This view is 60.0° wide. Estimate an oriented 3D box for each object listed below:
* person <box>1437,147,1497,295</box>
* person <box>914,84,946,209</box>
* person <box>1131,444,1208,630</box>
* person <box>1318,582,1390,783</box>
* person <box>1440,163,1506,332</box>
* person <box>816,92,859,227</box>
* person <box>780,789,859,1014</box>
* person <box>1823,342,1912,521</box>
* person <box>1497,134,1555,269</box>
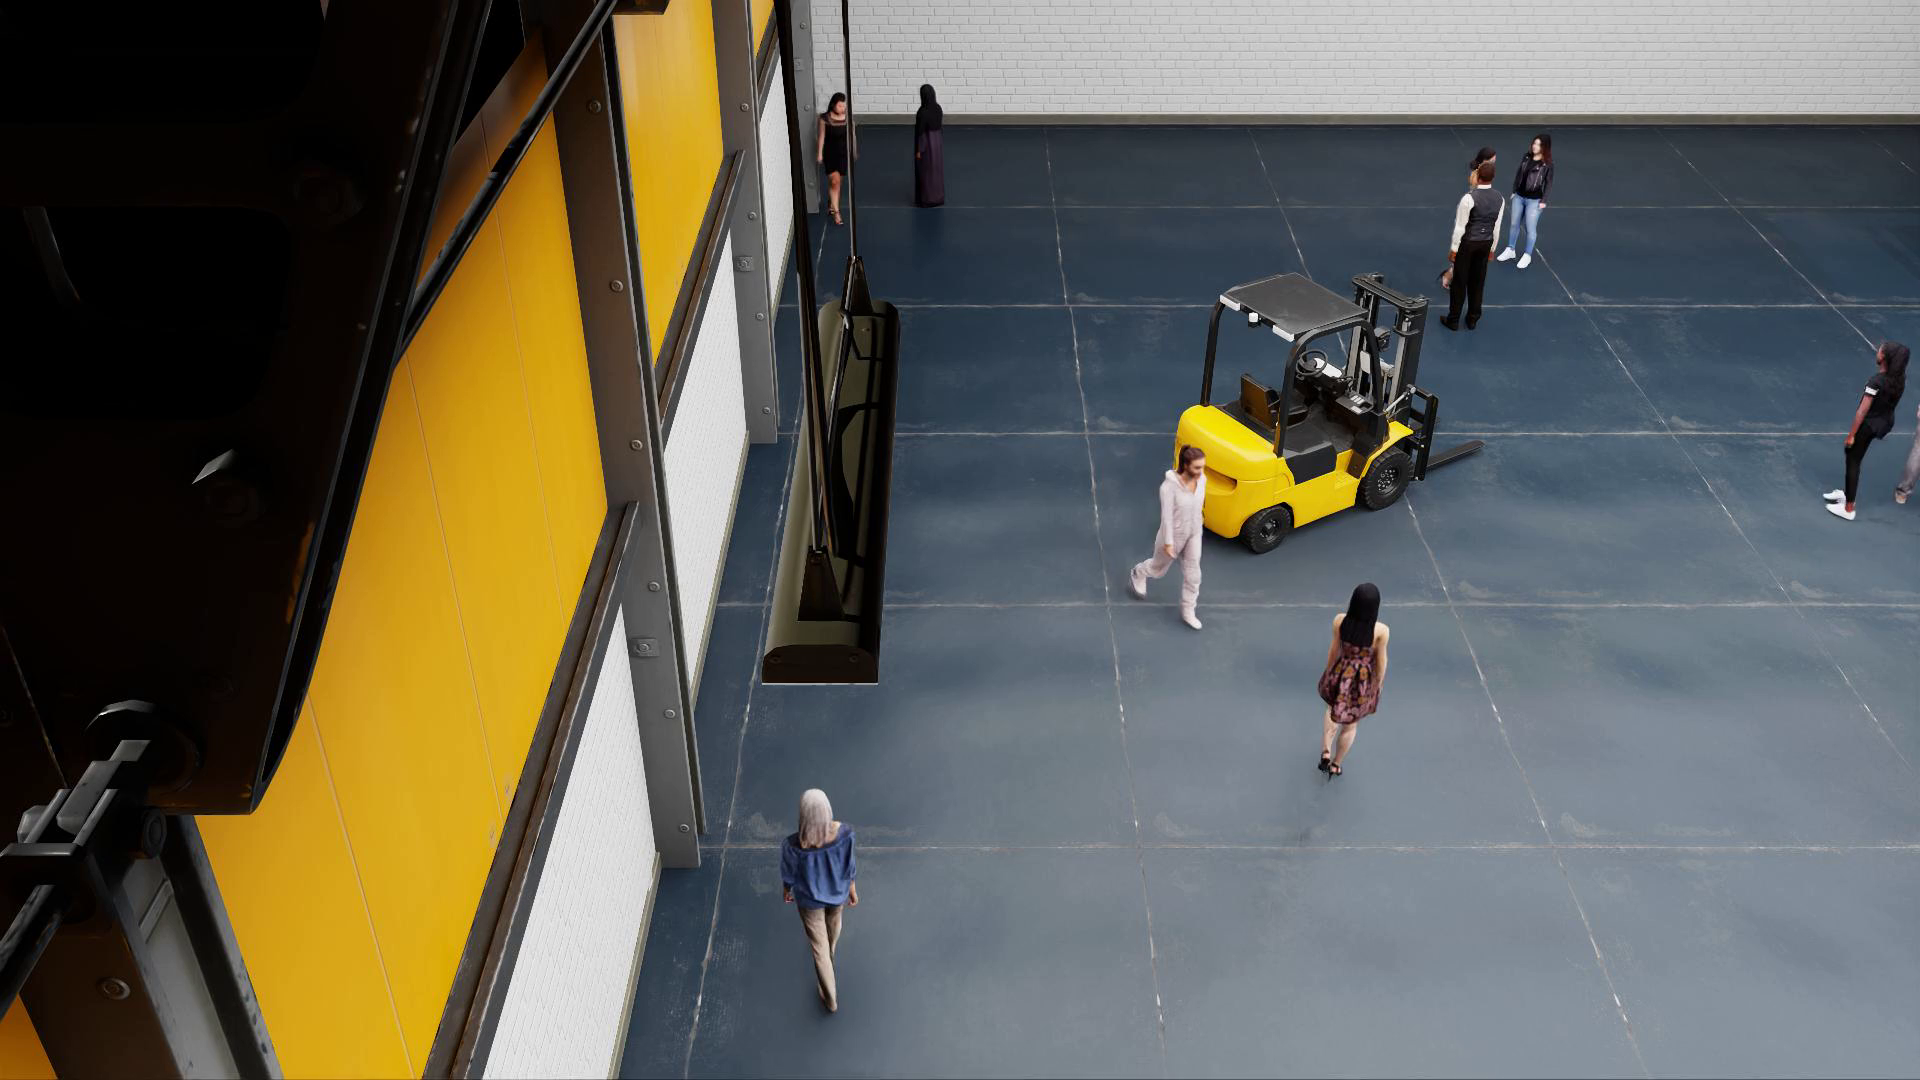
[{"bbox_3d":[5.830,-3.687,19.307,0.653,1.812,0.609,-1,34,-1],"label":"person"},{"bbox_3d":[-0.409,-5.152,21.689,0.773,1.615,0.712,29,43,36],"label":"person"},{"bbox_3d":[1.786,-0.087,14.026,0.934,1.662,1.137,-16,37,-23],"label":"person"},{"bbox_3d":[2.846,1.099,12.151,0.795,1.762,0.863,16,37,23],"label":"person"},{"bbox_3d":[5.744,-3.272,18.588,0.726,1.917,0.634,-6,34,-9],"label":"person"},{"bbox_3d":[-1.616,-4.924,21.288,0.891,1.679,1.005,-15,36,-21],"label":"person"},{"bbox_3d":[-0.845,2.298,10.427,0.829,1.675,1.022,-12,35,-17],"label":"person"},{"bbox_3d":[8.474,-1.013,15.377,0.785,1.710,0.826,-26,42,-34],"label":"person"},{"bbox_3d":[6.884,-4.124,20.126,0.782,1.633,0.700,-24,40,-31],"label":"person"}]
